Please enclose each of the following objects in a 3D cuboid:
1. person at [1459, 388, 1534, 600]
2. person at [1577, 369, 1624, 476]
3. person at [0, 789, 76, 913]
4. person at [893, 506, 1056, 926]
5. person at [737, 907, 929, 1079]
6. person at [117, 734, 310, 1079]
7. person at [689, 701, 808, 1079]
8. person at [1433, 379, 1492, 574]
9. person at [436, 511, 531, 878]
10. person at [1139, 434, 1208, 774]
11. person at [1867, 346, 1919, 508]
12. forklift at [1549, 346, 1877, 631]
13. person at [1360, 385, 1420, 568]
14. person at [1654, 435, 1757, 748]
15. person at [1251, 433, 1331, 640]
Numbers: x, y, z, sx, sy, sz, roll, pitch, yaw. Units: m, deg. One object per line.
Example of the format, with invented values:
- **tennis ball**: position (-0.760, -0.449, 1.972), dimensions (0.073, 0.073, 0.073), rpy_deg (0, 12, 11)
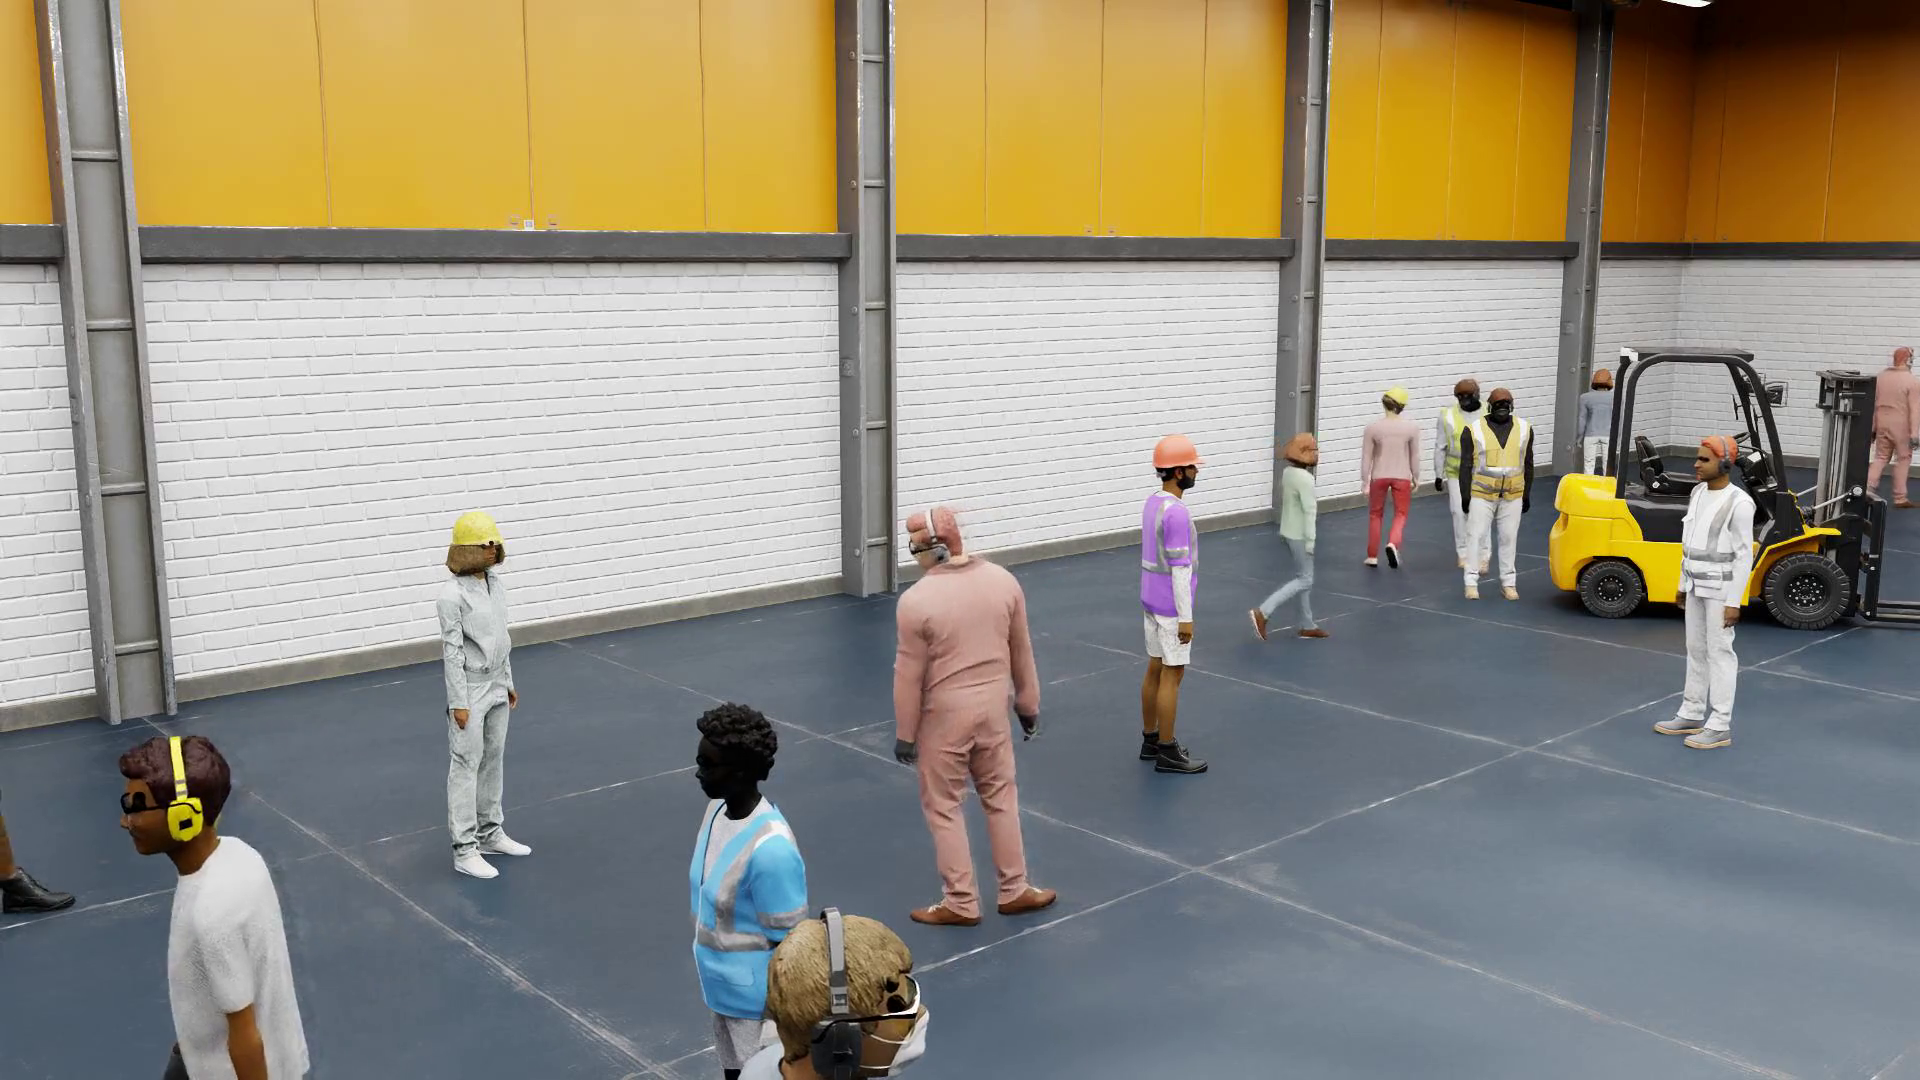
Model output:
- **person**: position (4.594, -0.391, 14.259), dimensions (0.621, 1.835, 0.430), rpy_deg (0, 10, 3)
- **person**: position (7.489, -1.190, 19.494), dimensions (0.501, 1.632, 0.290), rpy_deg (3, 10, 19)
- **person**: position (-4.509, 0.790, 7.173), dimensions (0.987, 1.897, 0.560), rpy_deg (-3, 10, -19)
- **person**: position (0.048, 0.769, 7.355), dimensions (0.807, 1.880, 0.399), rpy_deg (-6, 12, -33)
- **person**: position (-0.201, 1.525, 2.708), dimensions (0.364, 1.939, 0.636), rpy_deg (-3, 10, -19)
- **person**: position (-1.848, 1.356, 3.986), dimensions (0.841, 1.835, 0.522), rpy_deg (-3, 10, -16)
- **person**: position (-0.609, 1.293, 4.775), dimensions (0.317, 1.695, 0.540), rpy_deg (-5, 11, -28)
- **person**: position (4.751, -0.586, 15.488), dimensions (0.684, 1.800, 0.717), rpy_deg (4, 10, 20)
- **person**: position (-2.285, 0.724, 7.967), dimensions (0.287, 1.746, 0.487), rpy_deg (3, 10, 15)
- **person**: position (1.218, 0.361, 9.518), dimensions (0.354, 1.942, 0.545), rpy_deg (-2, 10, -12)
- **person**: position (10.943, -1.310, 19.462), dimensions (0.463, 1.916, 0.670), rpy_deg (-3, 10, -18)
- **forklift**: position (6.109, -0.478, 13.691), dimensions (2.313, 2.155, 1.214), rpy_deg (3, 10, 16)
- **person**: position (4.015, -0.571, 15.549), dimensions (0.549, 1.746, 0.627), rpy_deg (2, 10, 13)
- **person**: position (4.506, 0.308, 9.996), dimensions (0.359, 1.883, 0.573), rpy_deg (-1, 10, -7)
- **person**: position (2.547, -0.015, 12.671), dimensions (0.659, 1.616, 0.517), rpy_deg (-2, 10, -9)
